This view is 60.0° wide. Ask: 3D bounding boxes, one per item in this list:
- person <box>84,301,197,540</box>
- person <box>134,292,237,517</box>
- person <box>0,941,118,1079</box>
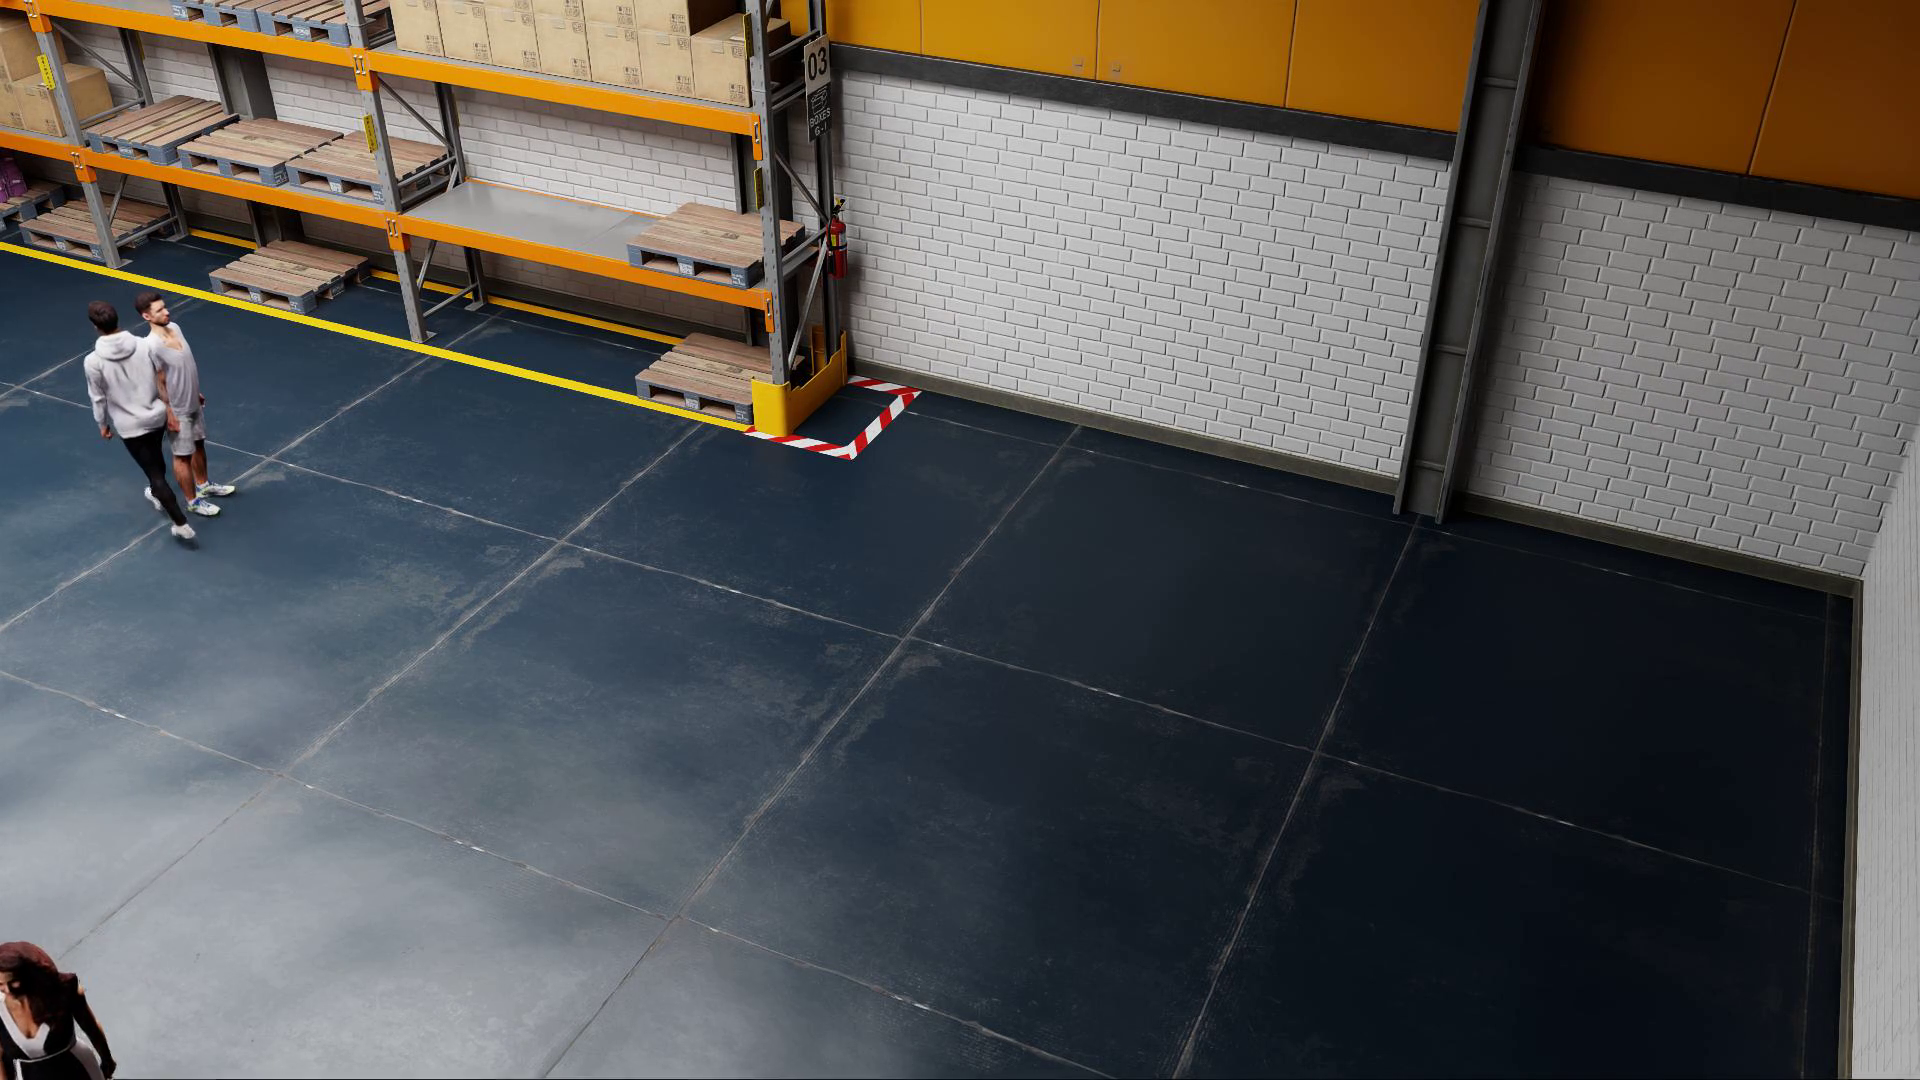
[{"bbox_3d":[-6.168,-0.859,12.602,1.293,1.876,0.949,27,42,35],"label":"person"},{"bbox_3d":[-6.087,-1.081,12.955,0.710,1.854,0.752,1,34,2],"label":"person"},{"bbox_3d":[-4.131,2.463,7.686,0.788,1.784,0.845,-10,35,-15],"label":"person"}]
